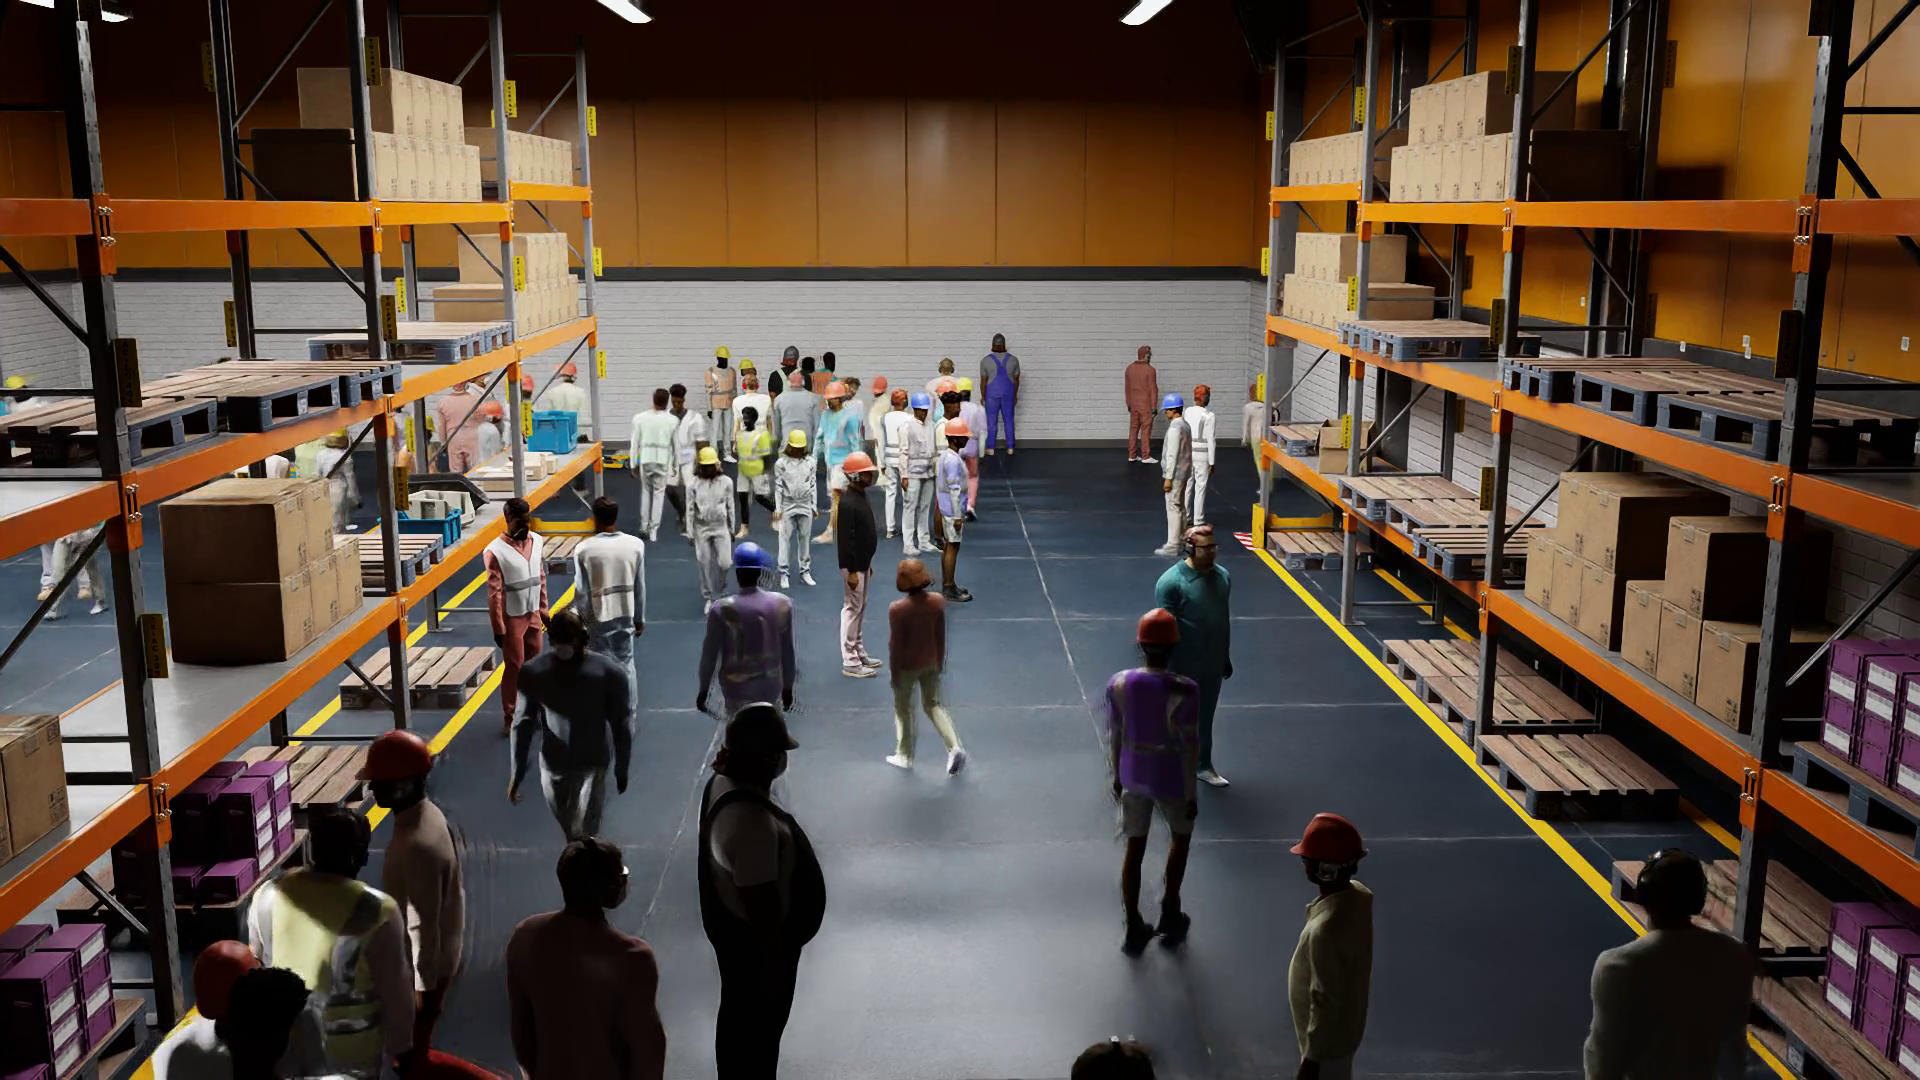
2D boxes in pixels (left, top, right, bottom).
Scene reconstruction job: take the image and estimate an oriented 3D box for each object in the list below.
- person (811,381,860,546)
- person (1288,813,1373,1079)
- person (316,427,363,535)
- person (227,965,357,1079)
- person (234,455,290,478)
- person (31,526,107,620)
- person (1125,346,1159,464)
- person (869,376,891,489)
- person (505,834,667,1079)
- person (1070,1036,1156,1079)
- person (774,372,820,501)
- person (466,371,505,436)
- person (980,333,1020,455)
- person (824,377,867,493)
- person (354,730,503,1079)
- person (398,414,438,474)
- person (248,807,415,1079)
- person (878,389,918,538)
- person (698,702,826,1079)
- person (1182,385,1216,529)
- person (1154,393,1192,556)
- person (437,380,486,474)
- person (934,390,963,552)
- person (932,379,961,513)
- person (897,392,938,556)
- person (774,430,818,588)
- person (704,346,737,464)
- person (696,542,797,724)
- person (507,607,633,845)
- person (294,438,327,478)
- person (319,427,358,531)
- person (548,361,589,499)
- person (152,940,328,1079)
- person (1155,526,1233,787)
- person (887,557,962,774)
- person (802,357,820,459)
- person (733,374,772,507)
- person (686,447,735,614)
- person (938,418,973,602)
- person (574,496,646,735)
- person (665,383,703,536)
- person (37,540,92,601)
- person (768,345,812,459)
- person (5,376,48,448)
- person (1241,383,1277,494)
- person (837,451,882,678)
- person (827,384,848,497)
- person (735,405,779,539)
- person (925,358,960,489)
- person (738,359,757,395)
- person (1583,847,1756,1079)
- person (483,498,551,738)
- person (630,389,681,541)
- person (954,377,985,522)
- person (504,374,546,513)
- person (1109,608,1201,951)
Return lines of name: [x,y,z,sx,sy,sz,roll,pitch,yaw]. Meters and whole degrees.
person: [-1.559,-0.961,20.543,0.828,2.005,0.628,-10,15,-41]
person: [1.459,1.935,6.653,0.326,1.751,0.571,5,12,24]
person: [-6.984,-0.461,18.802,0.495,1.707,0.735,7,13,31]
person: [-2.040,2.193,4.903,0.653,1.933,0.431,-10,15,-41]
person: [-7.224,-0.234,17.331,0.562,1.835,0.387,-10,15,-42]
person: [-8.955,0.011,16.665,0.536,1.592,0.830,4,12,19]
person: [2.976,-2.195,26.976,0.404,1.906,0.651,-9,15,-39]
person: [-1.169,-1.561,24.331,0.324,1.701,0.634,-2,12,-12]
person: [-1.311,1.986,5.936,0.629,1.937,0.377,6,13,26]
person: [0.363,2.269,4.605,0.968,1.894,0.640,-1,11,-3]
person: [-2.245,-1.403,23.100,0.647,1.866,0.834,0,11,-2]
person: [-6.574,-1.477,23.039,0.537,2.000,0.679,0,11,1]
person: [0.646,-2.453,27.930,0.673,2.000,0.536,-2,11,-11]
person: [-1.552,-1.300,22.669,0.604,1.842,0.393,-1,11,-5]
person: [-2.223,1.747,7.028,0.631,1.974,0.636,-4,12,-20]
person: [-5.885,-0.434,18.183,0.440,1.897,0.616,2,11,8]
person: [-2.434,1.939,6.482,0.653,1.817,0.444,3,12,14]
person: [-0.746,-0.949,20.793,0.573,1.883,0.356,4,12,21]
person: [-0.847,1.678,7.219,0.537,2.000,0.688,-5,12,-22]
person: [3.053,-1.055,21.350,0.350,1.878,0.567,-9,15,-39]
person: [2.563,-0.779,19.827,0.419,1.933,0.616,4,12,20]
person: [-6.698,-1.296,22.467,0.640,1.910,0.407,-1,11,-7]
person: [-0.151,-0.829,20.024,0.382,1.957,0.599,1,11,5]
person: [-0.171,-1.010,20.808,0.375,1.997,0.611,1,11,5]
person: [-0.480,-0.793,19.841,0.392,1.946,0.616,10,15,42]
person: [-1.773,-0.343,18.123,0.484,1.735,0.311,-5,12,-23]
person: [-3.831,-2.176,26.858,0.588,1.918,0.406,-10,15,-41]
person: [-1.433,0.967,11.079,0.617,1.918,0.635,-8,14,-36]
person: [-2.203,1.328,9.323,0.634,1.895,0.953,2,11,8]
person: [-7.552,-0.610,19.411,0.522,1.759,0.342,5,12,25]
person: [-8.042,-1.061,21.235,0.587,1.928,0.382,1,11,6]
person: [-5.557,-1.538,23.532,0.622,1.972,0.815,3,12,13]
person: [-2.390,2.157,5.644,0.572,1.702,0.818,-6,13,-27]
person: [1.681,0.839,11.751,0.642,1.913,0.408,-8,14,-34]
person: [-0.272,0.923,12.098,0.511,1.608,0.651,-8,14,-36]
person: [-2.524,-2.165,27.426,0.315,1.687,0.595,-10,15,-42]
person: [-2.862,-1.375,23.012,0.563,1.847,0.388,-5,12,-25]
person: [-2.513,-0.078,16.817,0.501,1.726,0.542,-3,12,-13]
person: [-0.043,-0.323,17.509,0.358,1.936,0.552,-2,11,-8]
person: [-2.710,0.607,12.940,0.593,1.907,0.414,-9,14,-38]
person: [-3.522,-1.015,20.955,0.608,1.940,0.449,1,11,6]
person: [-9.480,-0.372,17.496,0.675,2.000,0.537,-2,11,-9]
person: [-2.559,-1.964,25.479,0.684,2.000,0.538,2,11,9]
person: [-12.691,-1.334,22.795,0.623,1.862,0.937,-1,11,-6]
person: [4.336,-1.458,24.025,0.534,1.608,0.451,-3,12,-14]
person: [-0.901,0.206,14.710,0.375,1.997,0.612,2,11,8]
person: [-1.714,-1.419,23.792,0.314,1.632,0.522,8,14,35]
person: [-2.569,-0.867,20.893,0.543,1.682,0.634,7,13,30]
person: [-0.189,-1.704,24.432,0.632,1.940,0.372,1,11,3]
person: [-3.370,-2.023,26.544,0.320,1.738,0.485,-3,12,-13]
person: [2.500,2.030,5.808,0.645,1.912,0.811,-3,12,-16]
person: [-3.439,0.602,12.963,0.415,1.907,0.592,5,13,26]
person: [-3.800,-0.964,20.883,0.635,1.874,0.820,0,11,-2]
person: [0.054,-1.182,21.878,0.584,1.913,0.416,2,11,9]
person: [-5.807,-1.309,22.531,0.733,1.897,0.693,8,14,35]
person: [1.102,1.321,9.323,0.568,1.910,0.655,6,13,28]
